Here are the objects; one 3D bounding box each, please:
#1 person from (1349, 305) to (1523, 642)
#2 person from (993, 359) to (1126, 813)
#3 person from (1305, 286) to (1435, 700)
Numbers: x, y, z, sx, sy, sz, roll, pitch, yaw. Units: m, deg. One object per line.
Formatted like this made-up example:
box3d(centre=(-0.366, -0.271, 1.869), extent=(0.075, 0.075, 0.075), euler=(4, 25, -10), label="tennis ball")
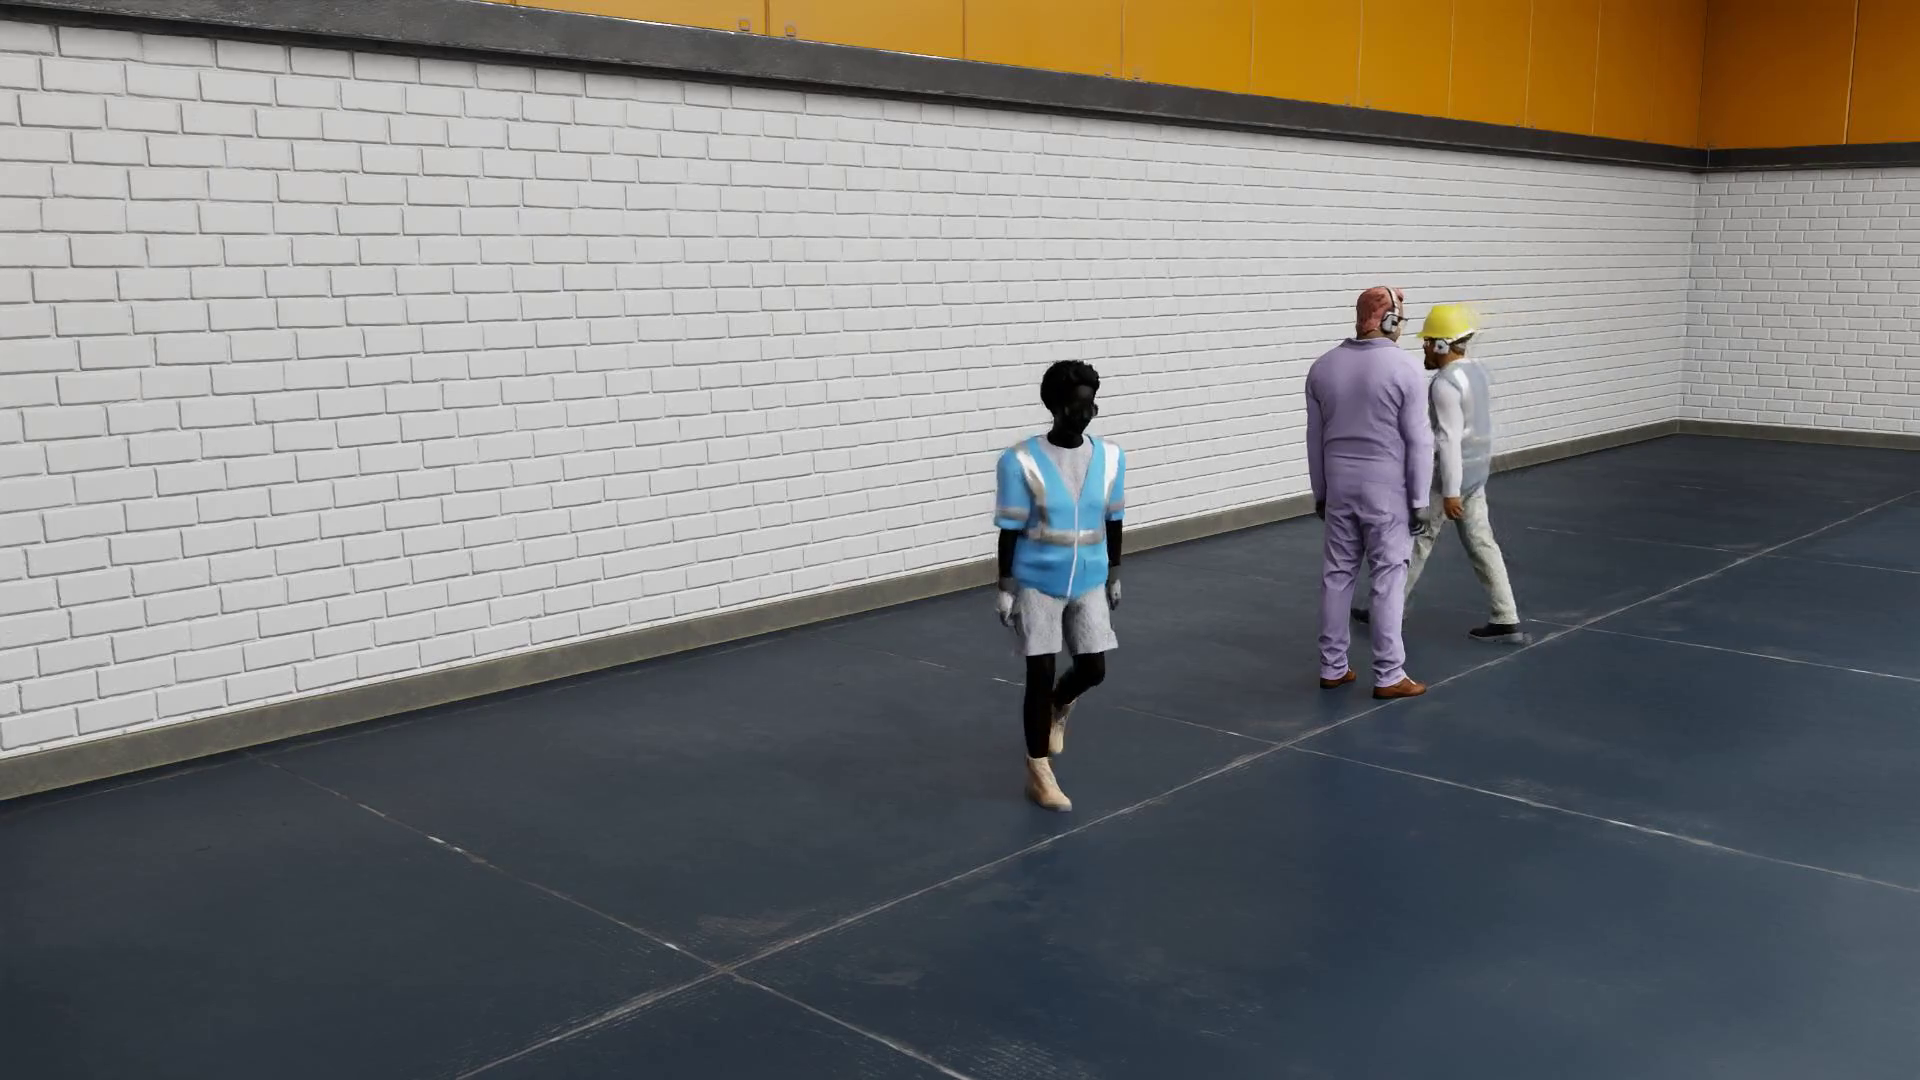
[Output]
box3d(centre=(2.586, -0.344, 8.805), extent=(0.945, 1.780, 0.607), euler=(7, 12, 36), label="person")
box3d(centre=(0.349, 0.146, 6.277), extent=(0.552, 1.679, 0.521), euler=(-4, 11, -20), label="person")
box3d(centre=(1.918, -0.217, 7.720), extent=(0.406, 1.902, 0.637), euler=(-9, 14, -43), label="person")
